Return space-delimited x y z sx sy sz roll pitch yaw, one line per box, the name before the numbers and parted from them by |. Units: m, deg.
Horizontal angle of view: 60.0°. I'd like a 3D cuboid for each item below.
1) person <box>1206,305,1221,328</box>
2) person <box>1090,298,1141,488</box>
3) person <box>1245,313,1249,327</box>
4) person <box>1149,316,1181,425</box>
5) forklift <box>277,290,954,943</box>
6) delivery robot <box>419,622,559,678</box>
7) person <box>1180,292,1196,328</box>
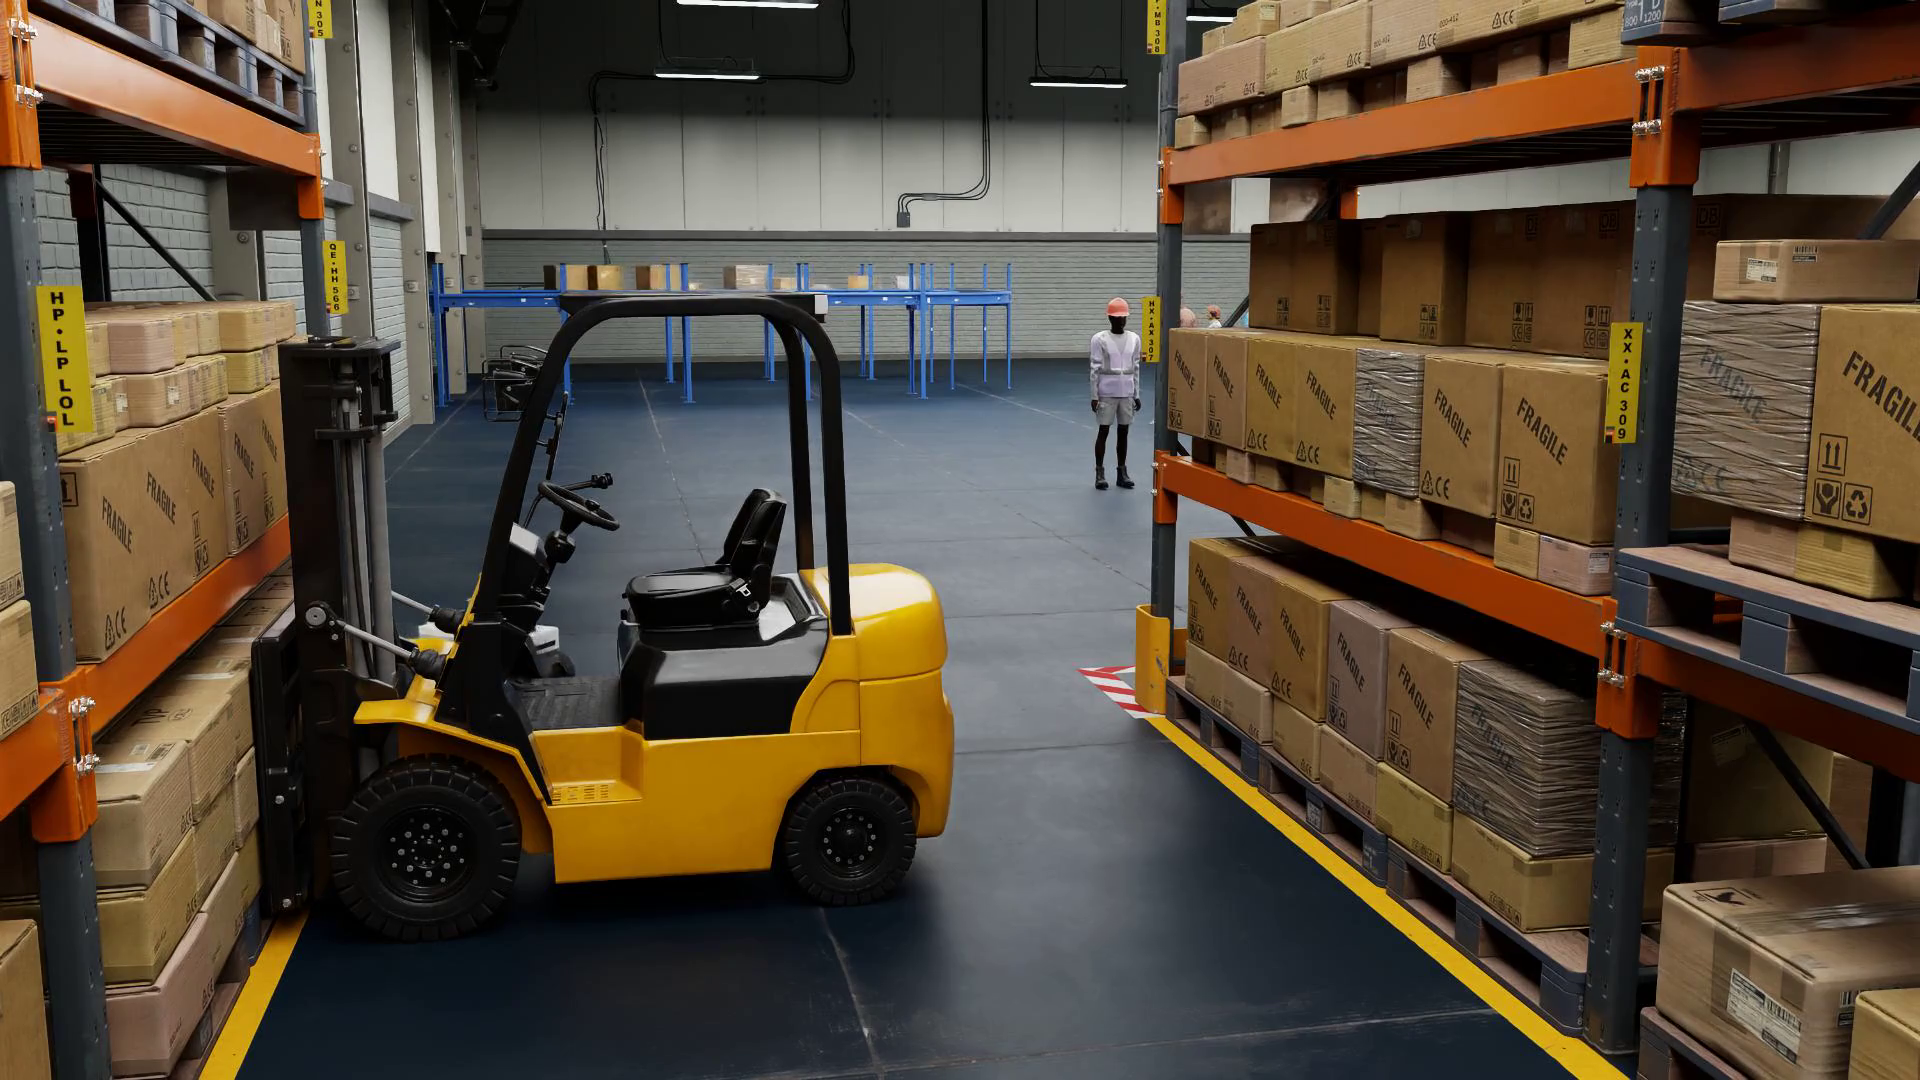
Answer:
person | 4.081 -2.949 26.742 0.313 1.639 0.517 0 9 2
person | 1.604 -1.500 17.001 0.551 1.935 0.371 -3 10 -18
person | 5.845 -3.912 32.493 0.546 1.666 0.685 0 9 -3
person | 2.960 -2.405 23.468 0.520 1.620 0.528 -6 11 -31
forklift | -1.179 0.175 6.143 2.313 2.155 1.214 -2 10 -12
delivery robot | -2.433 0.546 8.582 0.707 0.478 0.477 4 10 23
person | 3.240 -2.820 25.145 0.642 1.909 0.399 -5 10 -26
